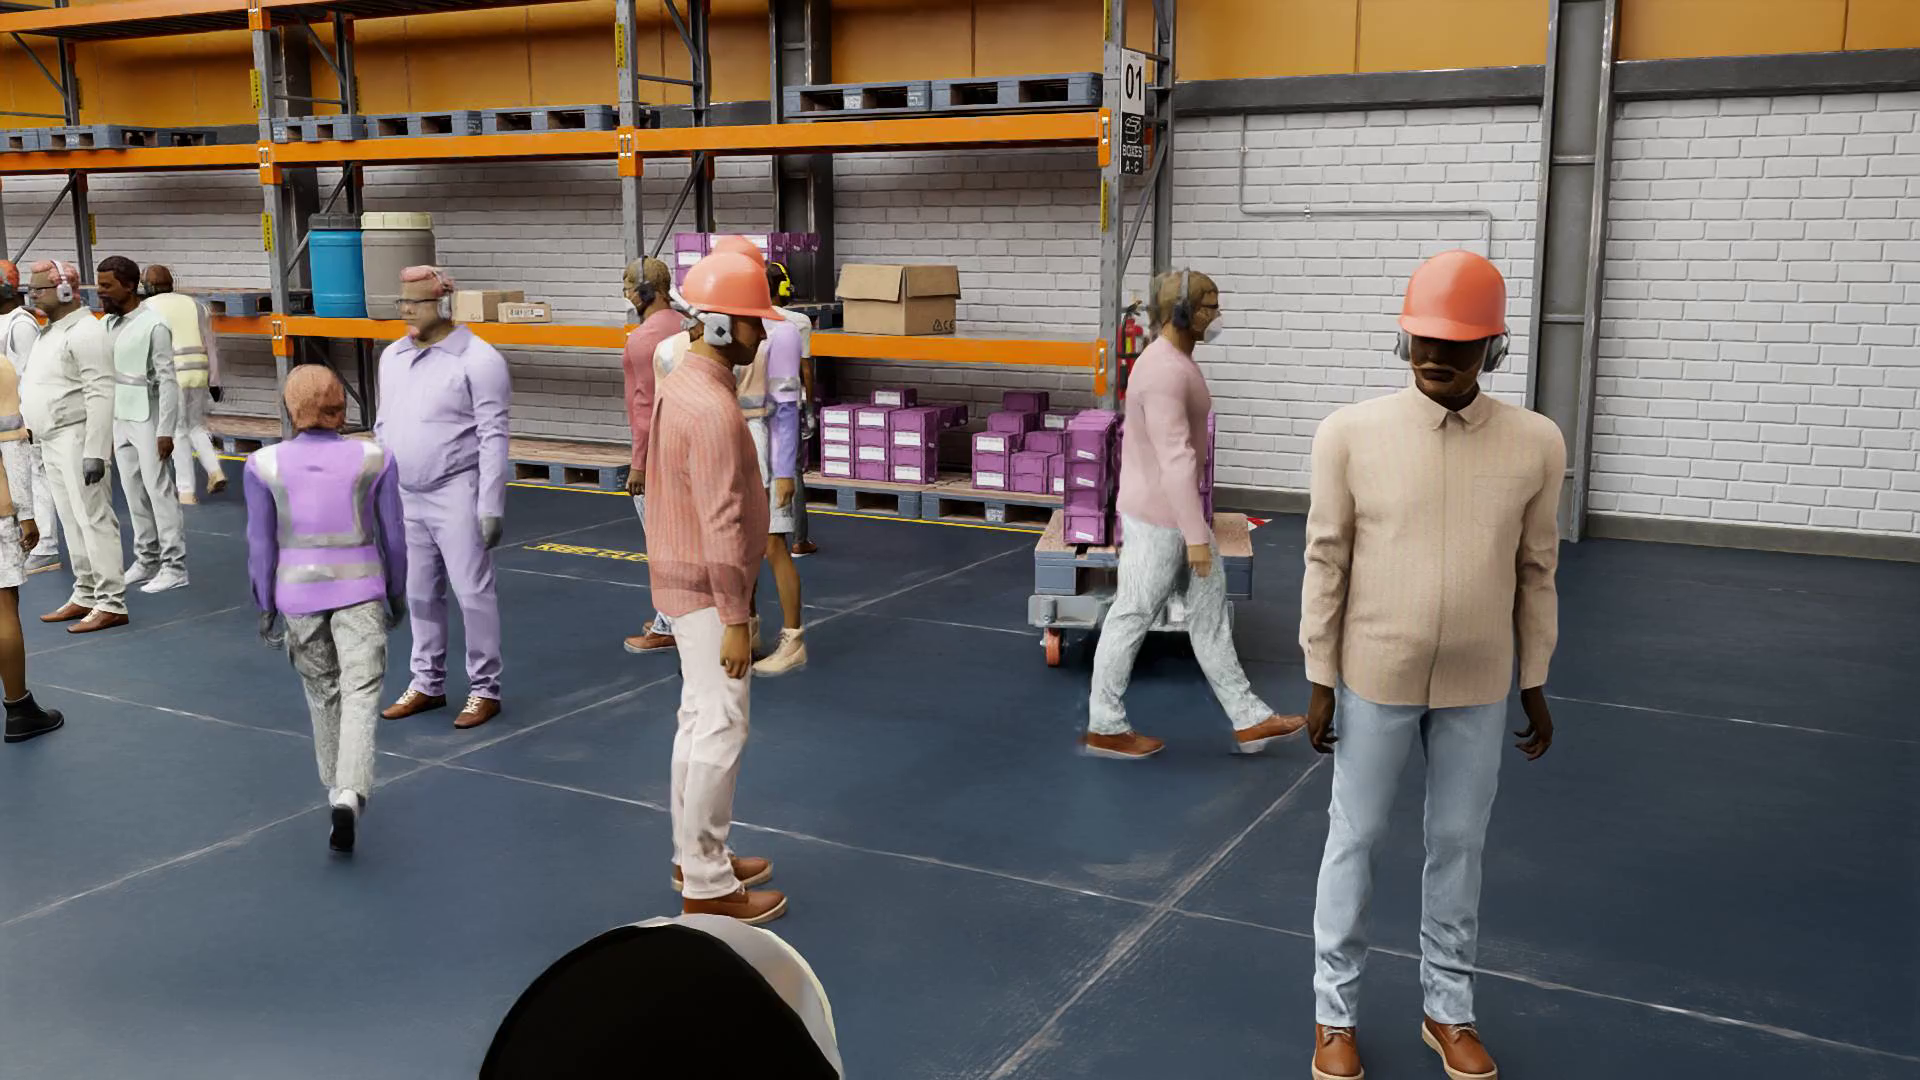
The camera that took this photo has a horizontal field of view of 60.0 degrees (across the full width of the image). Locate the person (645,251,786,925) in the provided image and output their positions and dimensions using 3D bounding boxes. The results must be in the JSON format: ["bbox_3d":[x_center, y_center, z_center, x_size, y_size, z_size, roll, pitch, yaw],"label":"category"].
[{"bbox_3d":[-0.709,0.153,4.898,0.410,1.980,0.630,-3,11,-18],"label":"person"}]

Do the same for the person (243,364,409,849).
[{"bbox_3d":[-2.124,0.213,5.613,0.508,1.607,0.776,-3,11,-15],"label":"person"}]

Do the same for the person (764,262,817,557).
[{"bbox_3d":[-1.166,-0.817,10.540,0.517,1.865,0.334,1,10,6],"label":"person"}]

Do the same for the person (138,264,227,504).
[{"bbox_3d":[-5.940,-1.166,12.587,0.462,1.818,0.641,6,12,29],"label":"person"}]

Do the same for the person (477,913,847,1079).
[{"bbox_3d":[-0.191,0.882,0.939,0.361,1.963,0.618,3,11,17],"label":"person"}]

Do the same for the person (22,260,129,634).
[{"bbox_3d":[-4.585,-0.480,8.577,0.652,1.905,0.409,10,14,43],"label":"person"}]

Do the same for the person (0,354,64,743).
[{"bbox_3d":[-3.951,-0.141,6.633,0.542,1.936,0.364,0,10,-2],"label":"person"}]

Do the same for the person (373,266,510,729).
[{"bbox_3d":[-2.164,-0.170,6.891,0.663,1.904,0.400,4,11,23],"label":"person"}]

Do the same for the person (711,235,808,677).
[{"bbox_3d":[-0.966,-0.378,7.676,0.611,2.031,0.420,9,14,41],"label":"person"}]

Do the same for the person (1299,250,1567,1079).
[{"bbox_3d":[1.108,0.325,3.930,0.612,1.990,0.392,0,10,0],"label":"person"}]

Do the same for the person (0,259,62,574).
[{"bbox_3d":[-5.697,-0.739,10.047,0.356,1.887,0.574,-9,14,-41],"label":"person"}]

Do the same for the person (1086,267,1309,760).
[{"bbox_3d":[0.923,-0.065,6.308,0.955,1.897,0.660,2,11,13],"label":"person"}]

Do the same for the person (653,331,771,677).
[{"bbox_3d":[-1.119,-0.320,7.631,0.554,1.929,0.389,3,11,15],"label":"person"}]

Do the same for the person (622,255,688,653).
[{"bbox_3d":[-1.466,-0.412,8.128,0.373,1.935,0.628,2,10,9],"label":"person"}]

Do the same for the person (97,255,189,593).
[{"bbox_3d":[-4.694,-0.663,9.543,0.596,1.916,0.372,6,12,31],"label":"person"}]
